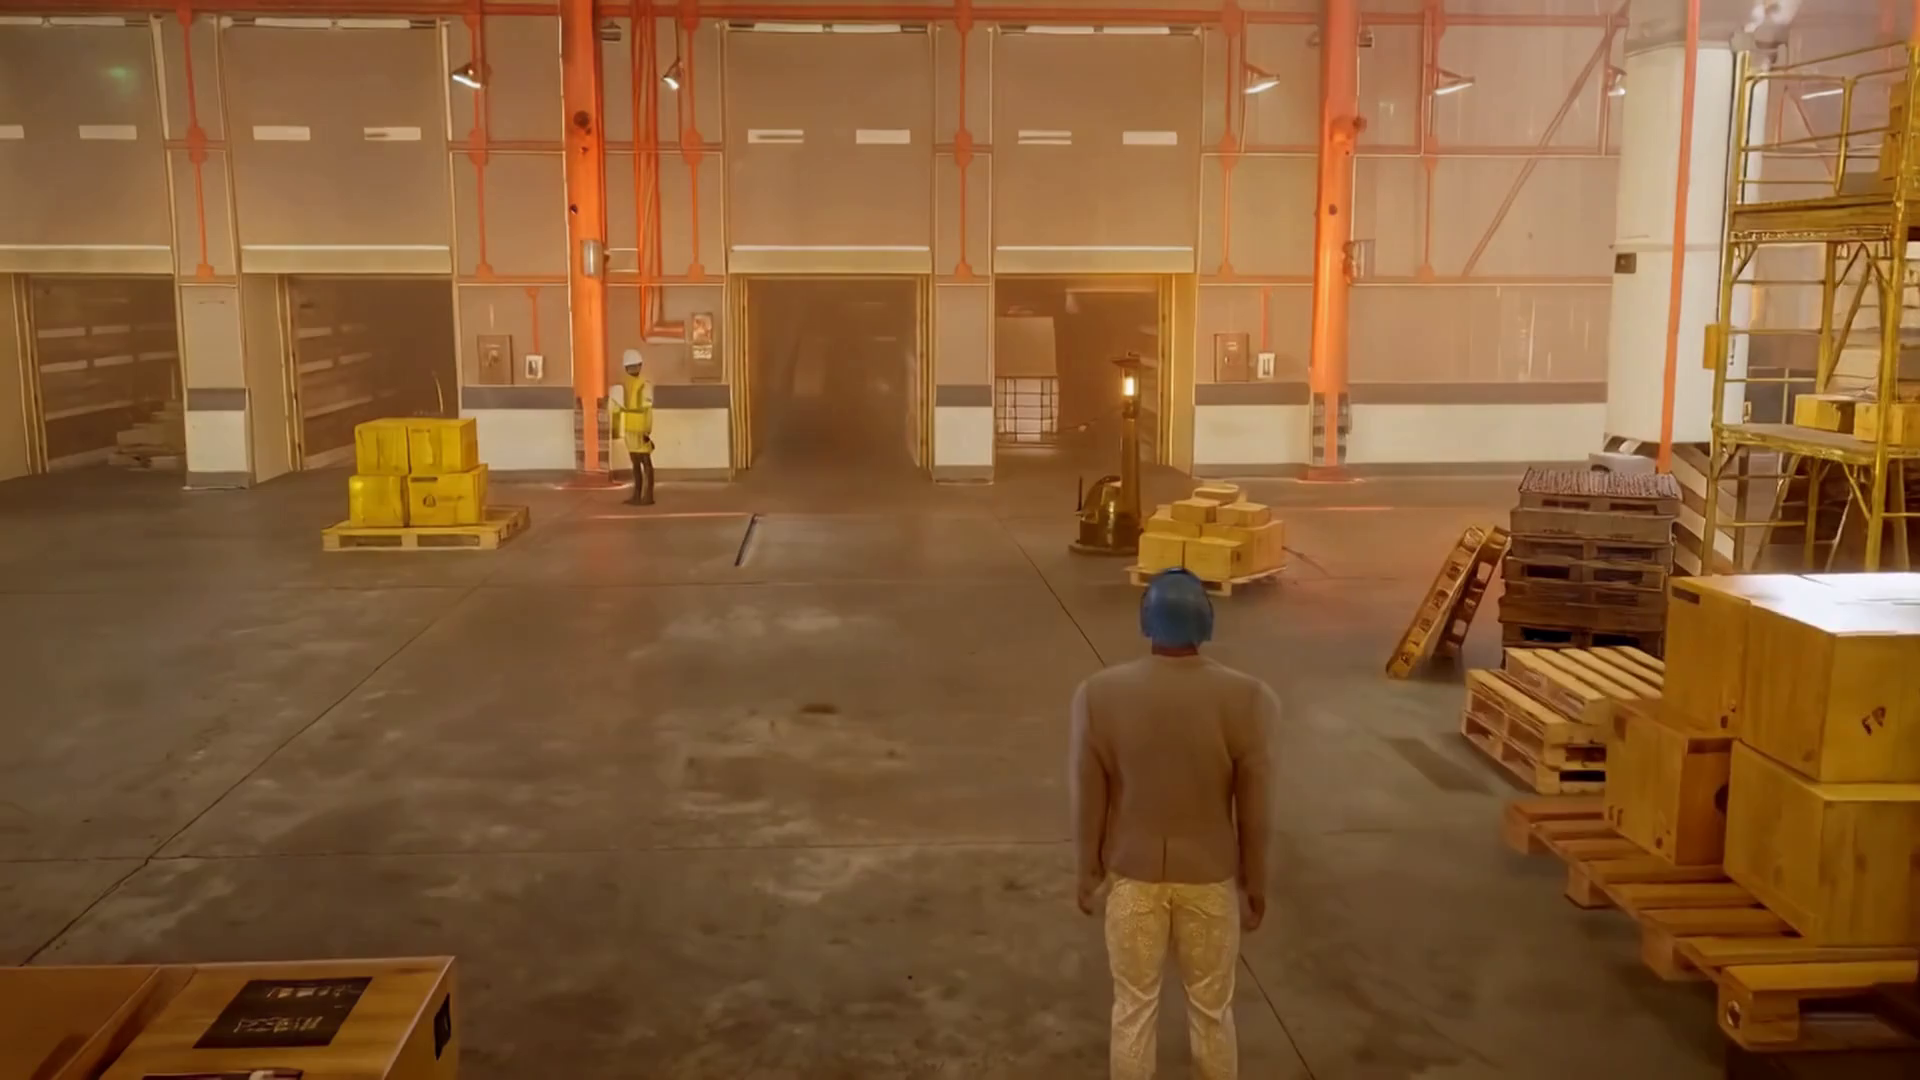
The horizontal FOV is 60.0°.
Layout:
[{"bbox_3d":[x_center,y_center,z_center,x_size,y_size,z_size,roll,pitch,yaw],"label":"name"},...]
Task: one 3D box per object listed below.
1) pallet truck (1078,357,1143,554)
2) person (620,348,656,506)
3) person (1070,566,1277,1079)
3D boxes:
[{"bbox_3d":[2.088,-0.836,16.757,1.885,1.965,0.823,2,9,13],"label":"pallet truck"},{"bbox_3d":[-3.971,-1.381,20.408,0.388,1.930,0.544,-8,12,-43],"label":"person"},{"bbox_3d":[0.649,1.044,5.151,0.629,1.936,0.374,1,9,9],"label":"person"}]
